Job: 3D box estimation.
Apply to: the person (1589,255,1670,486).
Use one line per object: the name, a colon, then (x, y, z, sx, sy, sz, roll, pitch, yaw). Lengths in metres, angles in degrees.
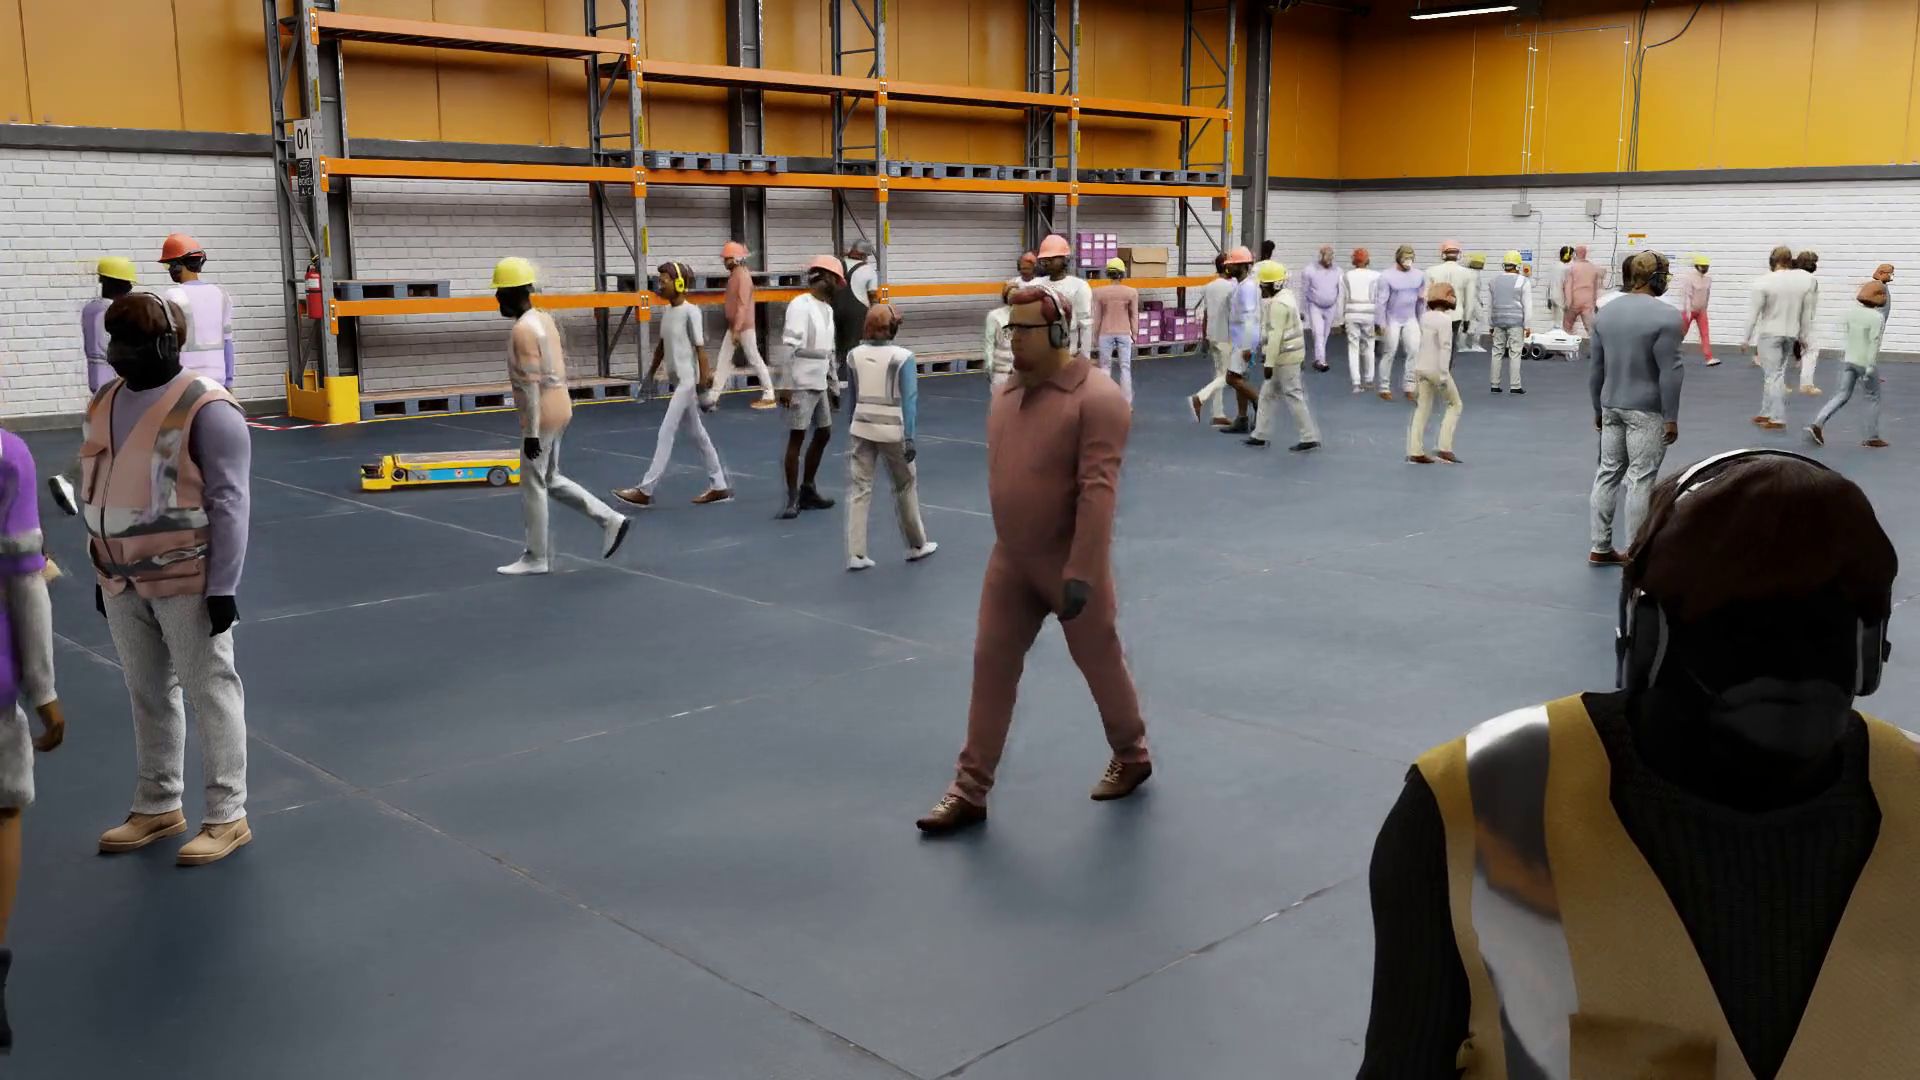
person: (5.461, -1.376, 13.549, 0.619, 1.869, 0.950, 2, 11, 12)

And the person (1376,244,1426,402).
person: (5.354, -2.602, 20.102, 0.700, 1.906, 0.776, -2, 11, -12)

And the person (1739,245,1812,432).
person: (8.416, -2.098, 17.317, 0.662, 1.913, 0.768, -2, 11, -12)

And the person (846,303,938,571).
person: (-0.432, -0.634, 10.183, 0.558, 1.604, 0.786, 6, 12, 29)

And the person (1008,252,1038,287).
person: (0.755, -2.356, 18.969, 0.620, 1.829, 0.993, 5, 12, 27)

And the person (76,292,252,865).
person: (-2.583, 0.126, 5.394, 0.626, 1.846, 0.429, 4, 11, 22)

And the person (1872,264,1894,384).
person: (12.632, -2.970, 22.850, 0.274, 1.632, 0.507, 7, 13, 34)

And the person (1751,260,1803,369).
person: (12.546, -3.433, 25.320, 0.543, 1.654, 0.880, -9, 13, -39)

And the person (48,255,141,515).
person: (-6.146, -1.096, 11.964, 0.590, 1.889, 0.786, 7, 13, 34)

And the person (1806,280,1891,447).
person: (8.545, -1.677, 15.880, 0.743, 1.603, 0.496, -2, 11, -11)

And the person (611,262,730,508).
person: (-2.158, -1.139, 12.354, 0.976, 1.820, 0.506, -5, 12, -27)

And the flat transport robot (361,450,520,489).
flat transport robot: (-4.127, -0.588, 13.574, 1.431, 0.197, 0.652, -4, 11, -19)

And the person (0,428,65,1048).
person: (-2.465, 0.349, 3.981, 0.569, 1.918, 0.506, -4, 11, -21)

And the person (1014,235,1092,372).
person: (0.782, -1.572, 14.173, 0.613, 2.030, 0.475, 8, 13, 38)

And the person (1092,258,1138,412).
person: (1.766, -2.328, 18.995, 0.533, 1.765, 0.321, 0, 10, 0)

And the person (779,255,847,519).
person: (-1.096, -1.102, 12.011, 0.376, 1.887, 0.701, 5, 11, 25)

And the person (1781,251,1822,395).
person: (10.719, -2.751, 21.166, 0.680, 1.820, 0.649, -2, 11, -9)

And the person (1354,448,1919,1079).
person: (0.680, 0.827, 1.582, 0.629, 1.842, 0.429, 2, 11, 9)

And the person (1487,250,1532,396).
person: (6.974, -2.748, 21.089, 0.590, 1.836, 0.404, 10, 14, 43)

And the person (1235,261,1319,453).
person: (2.962, -1.692, 15.461, 0.872, 1.778, 0.616, 2, 11, 12)

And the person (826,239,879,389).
person: (-1.395, -3.060, 22.232, 0.740, 2.000, 0.979, 6, 12, 30)

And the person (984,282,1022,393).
person: (0.476, -1.593, 15.478, 0.551, 1.603, 0.871, -2, 11, -11)

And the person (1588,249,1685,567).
person: (4.056, -0.766, 9.998, 0.352, 1.937, 0.635, -5, 12, -26)

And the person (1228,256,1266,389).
person: (3.767, -2.928, 22.118, 0.572, 1.822, 0.717, 1, 10, 7)

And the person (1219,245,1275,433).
person: (2.883, -2.023, 16.908, 0.482, 1.919, 0.562, 1, 10, 4)

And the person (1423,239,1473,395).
person: (6.212, -2.847, 21.266, 0.656, 1.962, 0.648, 3, 11, 15)

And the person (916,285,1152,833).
person: (0.309, 0.053, 5.760, 0.637, 1.863, 0.993, 10, 14, 42)

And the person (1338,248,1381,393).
person: (5.225, -2.859, 21.656, 0.593, 1.843, 0.942, 4, 11, 20)

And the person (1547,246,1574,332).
person: (10.228, -4.095, 28.417, 0.404, 1.840, 0.590, -3, 11, -16)

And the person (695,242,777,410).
person: (-2.594, -2.468, 19.281, 1.017, 1.939, 0.641, -5, 12, -26)

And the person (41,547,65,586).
person: (-5.487, -0.469, 9.166, 0.882, 1.656, 0.544, -10, 14, -44)

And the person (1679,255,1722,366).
person: (11.437, -3.555, 25.821, 0.543, 1.713, 0.921, -3, 11, -18)

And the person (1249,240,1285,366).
person: (4.757, -3.687, 25.918, 0.624, 1.931, 0.640, 0, 10, 0)

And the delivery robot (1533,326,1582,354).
delivery robot: (9.663, -3.222, 26.910, 0.707, 0.478, 0.477, 9, 13, 39)

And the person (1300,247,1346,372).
person: (5.436, -3.437, 24.806, 0.661, 1.850, 1.006, -1, 10, -7)

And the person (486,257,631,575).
person: (-2.416, -0.730, 9.911, 0.721, 1.903, 0.604, -1, 10, -4)

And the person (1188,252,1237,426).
person: (2.679, -2.094, 17.478, 0.619, 1.849, 0.538, -6, 12, -29)

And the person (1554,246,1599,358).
person: (10.292, -3.933, 27.520, 0.658, 1.860, 1.010, -2, 11, -13)

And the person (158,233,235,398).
person: (-5.377, -1.122, 11.688, 0.400, 2.034, 0.609, 4, 11, 21)

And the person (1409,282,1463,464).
person: (4.242, -1.464, 14.698, 0.576, 1.607, 0.509, -2, 11, -12)

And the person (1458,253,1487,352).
person: (8.950, -4.115, 28.857, 0.583, 1.715, 0.487, 0, 10, 3)

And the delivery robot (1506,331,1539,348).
delivery robot: (9.183, -3.320, 27.449, 0.707, 0.478, 0.477, 9, 14, 40)
